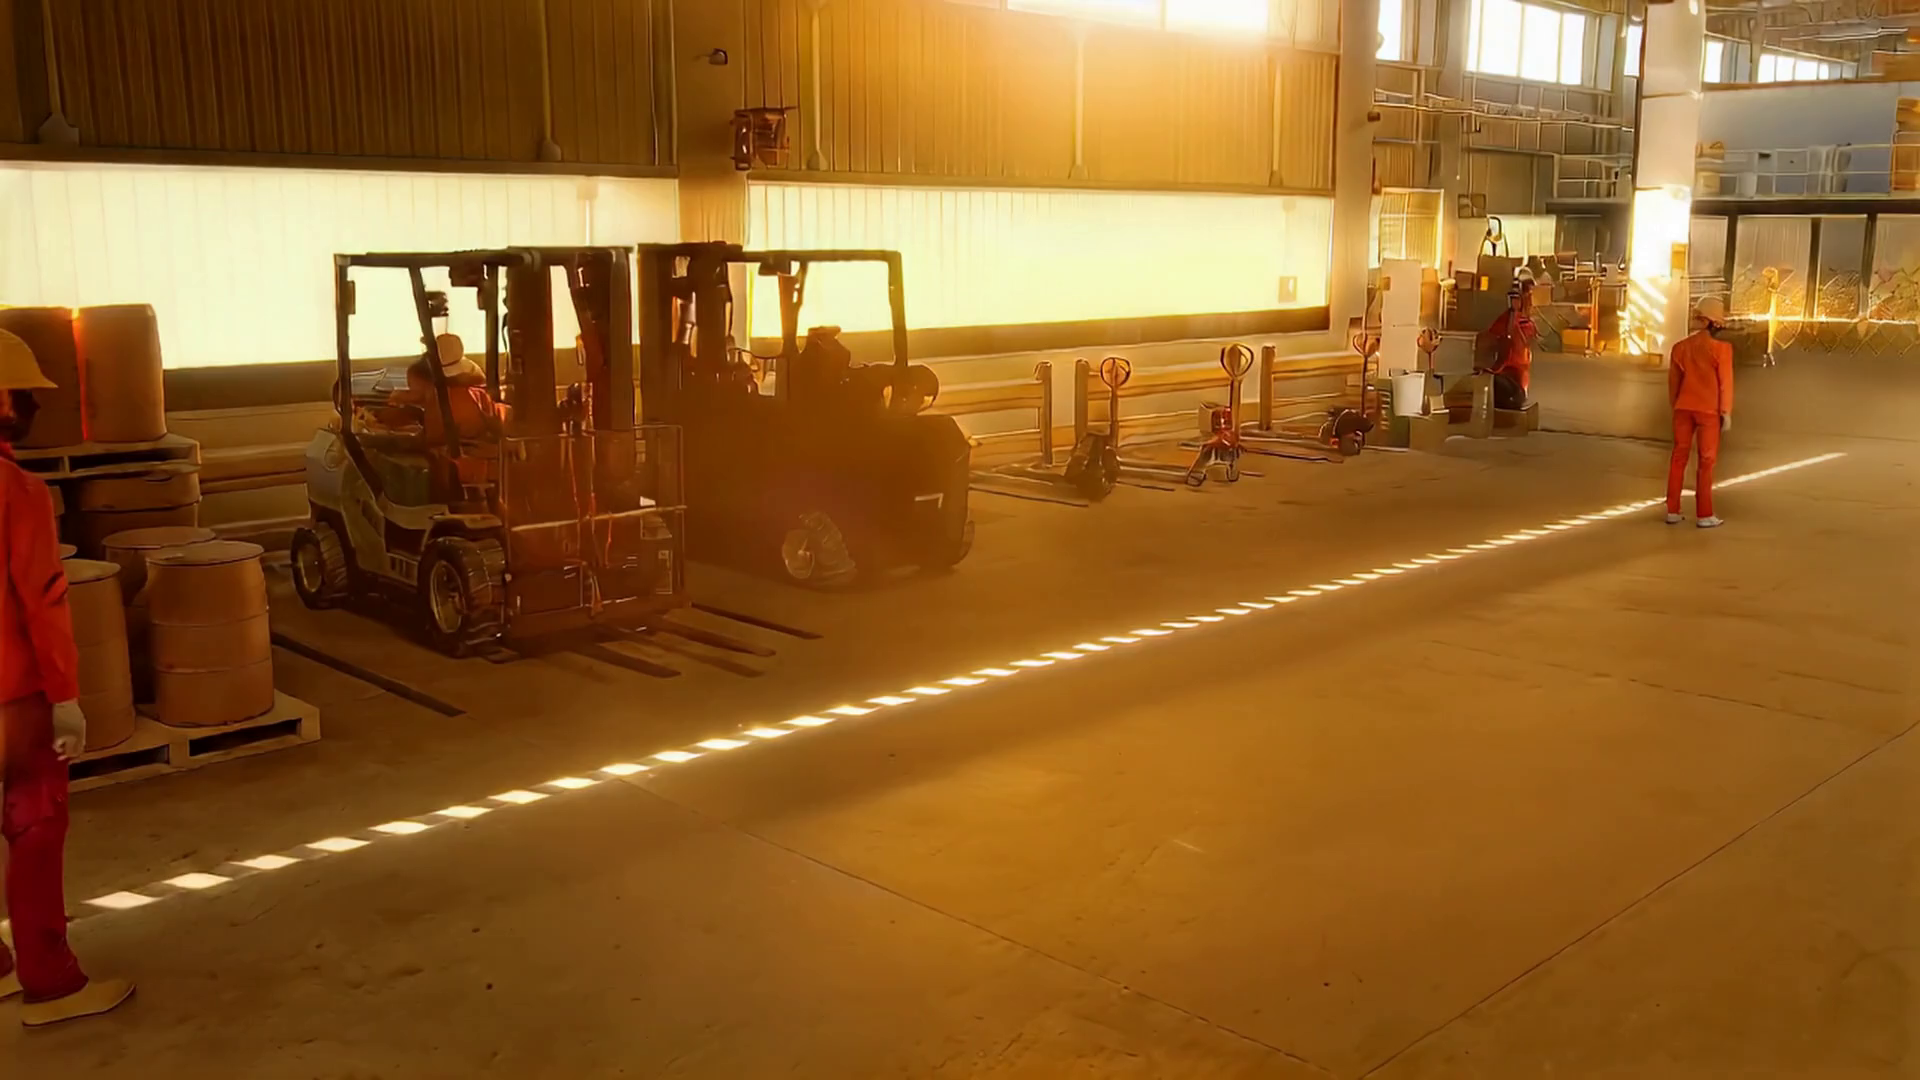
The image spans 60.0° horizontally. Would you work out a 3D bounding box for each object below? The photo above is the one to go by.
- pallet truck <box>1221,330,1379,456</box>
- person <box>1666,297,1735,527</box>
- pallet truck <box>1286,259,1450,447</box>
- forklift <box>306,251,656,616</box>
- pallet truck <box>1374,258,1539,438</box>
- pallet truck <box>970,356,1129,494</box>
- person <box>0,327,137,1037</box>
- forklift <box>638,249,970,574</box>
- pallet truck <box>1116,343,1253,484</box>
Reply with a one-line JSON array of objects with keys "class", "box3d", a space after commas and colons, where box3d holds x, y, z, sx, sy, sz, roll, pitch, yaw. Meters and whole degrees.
[{"class": "pallet truck", "box3d": [3.563, -1.581, 17.381, 0.653, 1.274, 1.630, -10, 14, -44]}, {"class": "person", "box3d": [5.720, -0.981, 12.848, 0.312, 1.768, 0.529, -7, 13, -34]}, {"class": "pallet truck", "box3d": [4.493, -2.078, 18.196, 0.823, 1.965, 1.885, -9, 14, -40]}, {"class": "forklift", "box3d": [-2.833, -0.669, 9.694, 1.157, 1.987, 2.680, -10, 14, -44]}, {"class": "pallet truck", "box3d": [5.704, -2.208, 18.901, 1.885, 1.965, 0.823, 10, 14, 43]}, {"class": "pallet truck", "box3d": [0.784, -1.085, 14.876, 0.680, 1.201, 1.601, -10, 14, -44]}, {"class": "person", "box3d": [-2.688, 0.397, 4.706, 0.623, 1.992, 0.397, 6, 12, 28]}, {"class": "forklift", "box3d": [-1.173, -0.958, 11.239, 2.680, 1.987, 1.157, 10, 14, 43]}, {"class": "pallet truck", "box3d": [1.962, -1.215, 15.415, 1.522, 1.261, 0.704, 10, 14, 43]}]
